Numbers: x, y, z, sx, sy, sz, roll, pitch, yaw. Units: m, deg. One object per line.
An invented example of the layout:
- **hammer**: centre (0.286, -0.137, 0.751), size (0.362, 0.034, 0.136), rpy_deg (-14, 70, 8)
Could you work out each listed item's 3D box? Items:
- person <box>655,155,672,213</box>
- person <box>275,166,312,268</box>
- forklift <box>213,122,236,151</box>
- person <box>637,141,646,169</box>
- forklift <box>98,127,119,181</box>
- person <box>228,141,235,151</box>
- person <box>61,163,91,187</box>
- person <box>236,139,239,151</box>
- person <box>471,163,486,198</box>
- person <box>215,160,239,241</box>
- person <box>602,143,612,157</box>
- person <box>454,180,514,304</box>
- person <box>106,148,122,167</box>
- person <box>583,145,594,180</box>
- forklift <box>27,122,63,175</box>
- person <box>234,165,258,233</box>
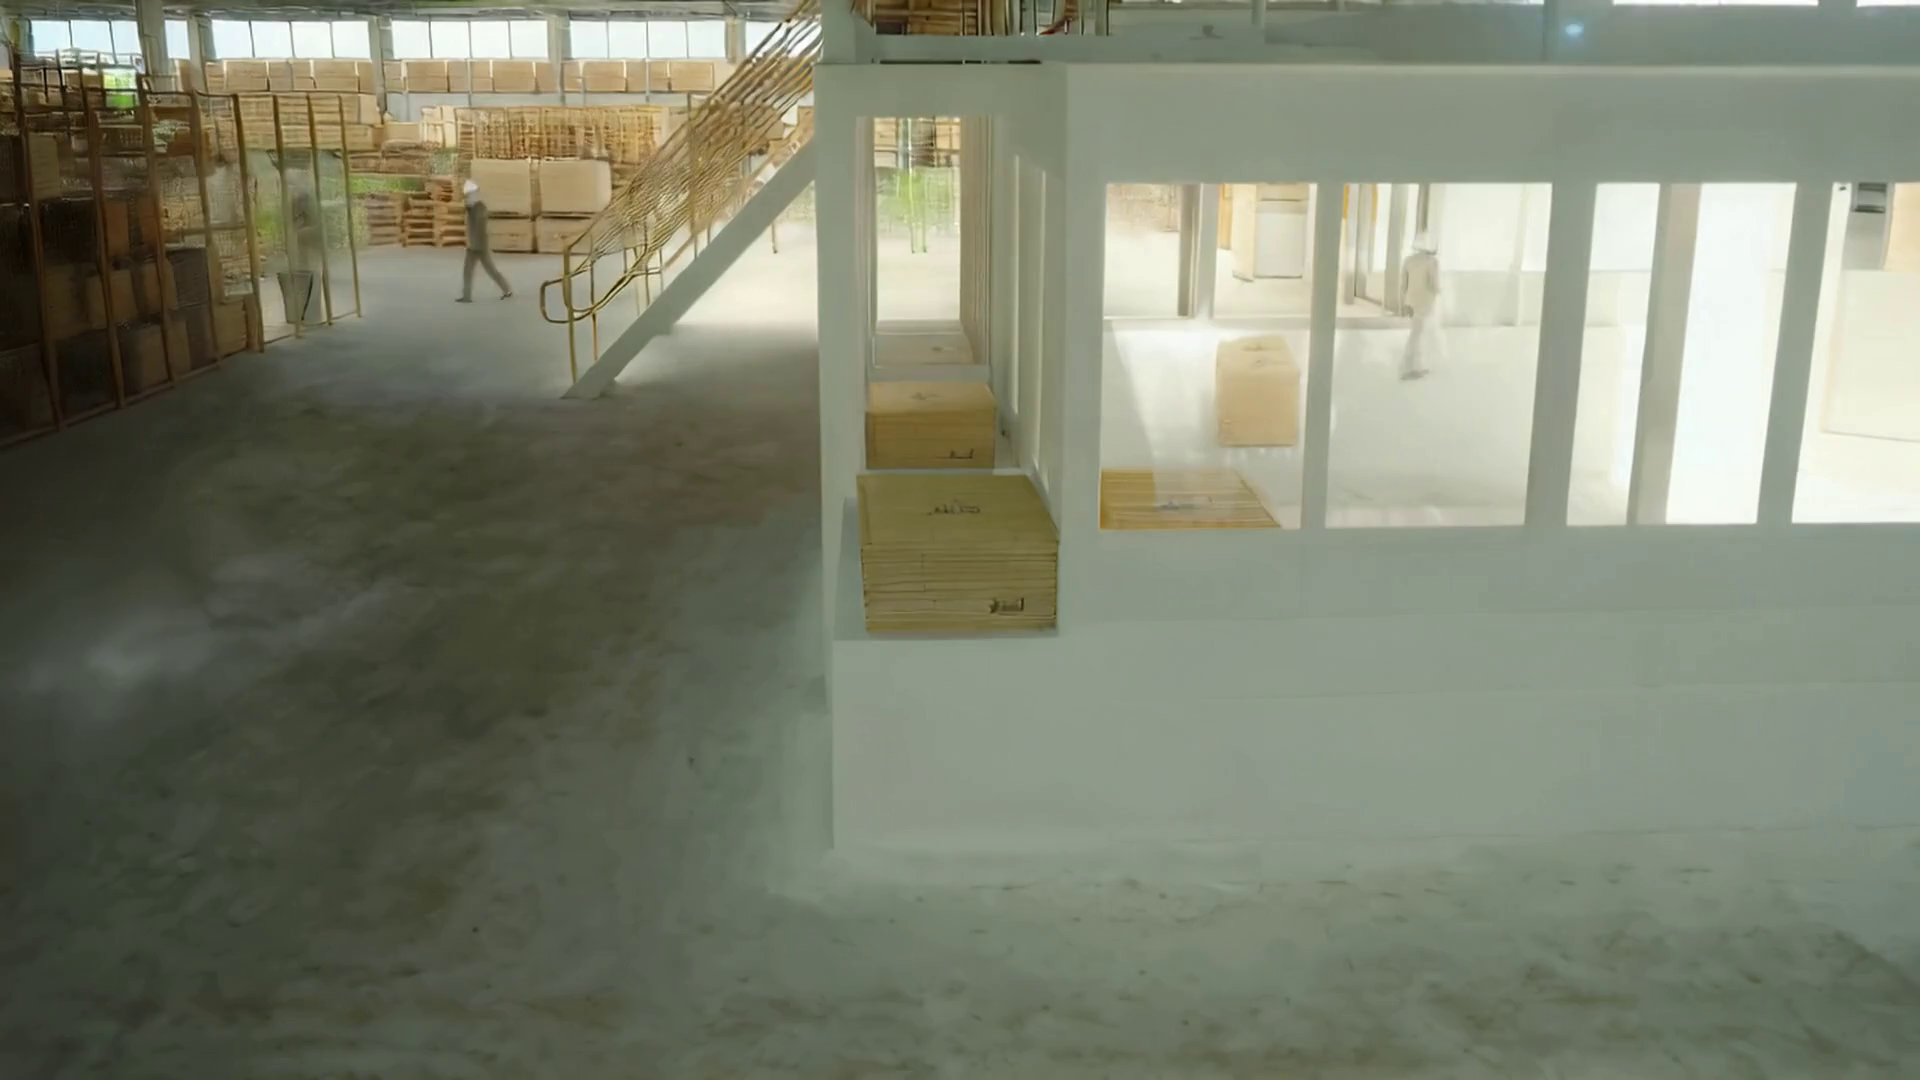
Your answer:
- **person**: centre (-9.180, -11.082, 51.809), size (1.008, 1.822, 0.511), rpy_deg (-4, 15, -16)
- **person**: centre (-11.846, -5.618, 29.542), size (0.450, 2.018, 0.604), rpy_deg (9, 17, 32)
- **forklift**: centre (-39.336, -20.950, 89.068), size (1.129, 2.768, 1.873), rpy_deg (-1, 14, -2)
- **person**: centre (-14.588, -17.373, 76.609), size (0.843, 1.963, 0.625), rpy_deg (2, 14, 9)
- **forklift**: centre (-37.569, -17.061, 73.524), size (1.129, 2.768, 1.873), rpy_deg (-10, 17, -34)
- **person**: centre (-34.680, -18.029, 79.285), size (0.391, 1.948, 0.605), rpy_deg (-5, 15, -20)
- **person**: centre (-17.611, -6.518, 33.085), size (0.712, 2.000, 0.544), rpy_deg (-9, 16, -31)
- **person**: centre (-39.505, -20.956, 91.047), size (0.759, 1.909, 0.565), rpy_deg (-2, 14, -7)
- **person**: centre (-12.445, -8.809, 42.828), size (0.550, 1.739, 0.408), rpy_deg (-9, 17, -32)
- **person**: centre (-17.376, -8.115, 39.748), size (0.678, 1.911, 0.566), rpy_deg (-6, 15, -23)
- **person**: centre (-15.665, -16.664, 73.940), size (0.512, 1.897, 0.651), rpy_deg (3, 14, 13)
- **person**: centre (-7.443, -4.637, 25.868), size (0.902, 1.896, 0.588), rpy_deg (-13, 19, -41)
- **person**: centre (-34.547, -15.132, 67.959), size (0.615, 1.820, 0.467), rpy_deg (-2, 14, -7)
- **person**: centre (-16.883, -17.037, 75.660), size (0.564, 1.797, 1.004), rpy_deg (4, 15, 17)
- **forklift**: centre (-35.376, -14.773, 64.377), size (1.129, 2.768, 1.873), rpy_deg (-1, 14, -2)
- **person**: centre (-16.106, -7.572, 37.688), size (0.574, 1.853, 0.836), rpy_deg (2, 14, 6)
